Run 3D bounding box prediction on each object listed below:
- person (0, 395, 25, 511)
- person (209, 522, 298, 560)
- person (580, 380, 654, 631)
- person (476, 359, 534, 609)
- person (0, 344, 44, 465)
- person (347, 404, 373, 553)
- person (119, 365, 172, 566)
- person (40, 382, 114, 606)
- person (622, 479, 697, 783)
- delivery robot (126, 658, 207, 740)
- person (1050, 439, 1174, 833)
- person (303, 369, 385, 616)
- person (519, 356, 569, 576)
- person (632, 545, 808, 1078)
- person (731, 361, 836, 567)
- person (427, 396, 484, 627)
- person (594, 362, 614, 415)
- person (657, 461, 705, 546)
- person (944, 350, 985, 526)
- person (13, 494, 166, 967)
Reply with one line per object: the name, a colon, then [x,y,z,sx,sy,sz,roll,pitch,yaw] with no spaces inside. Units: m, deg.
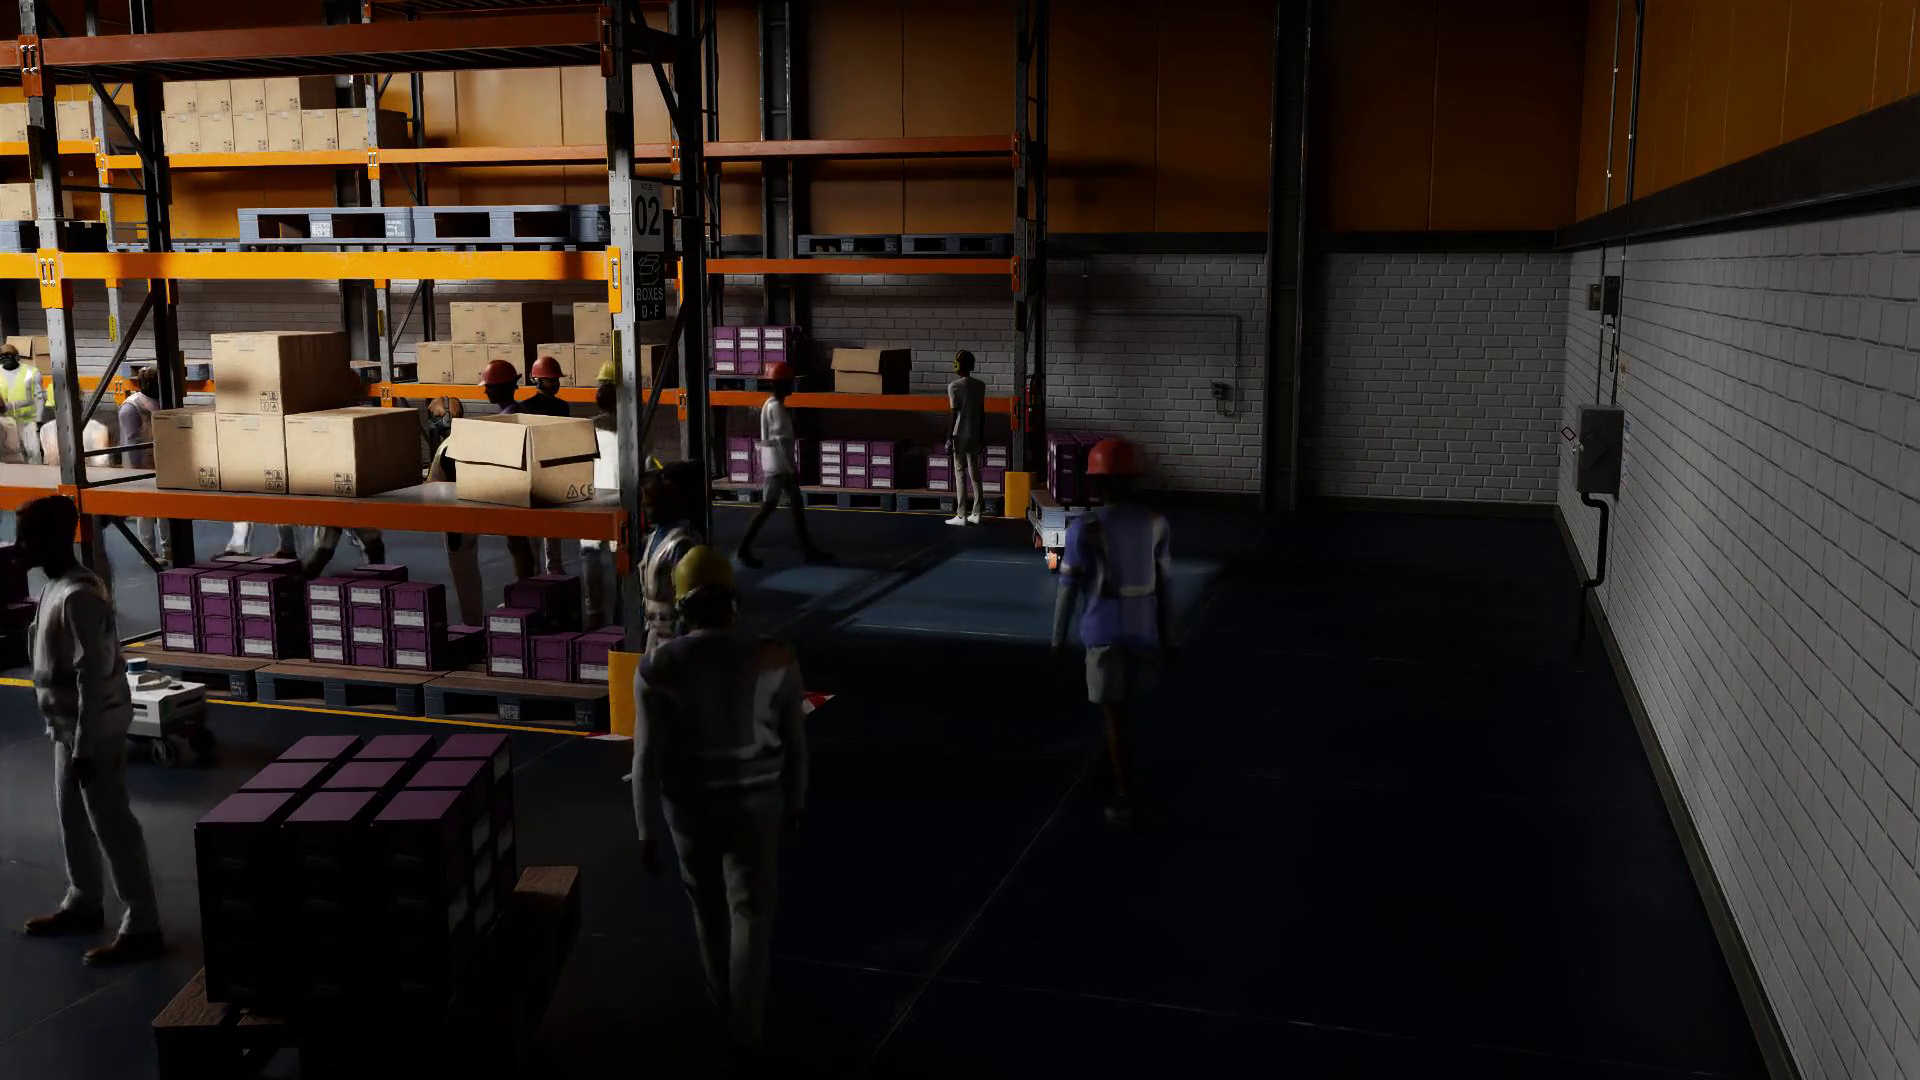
person: [-8.928,-0.584,15.466,0.728,1.598,0.584,0,9,-1]
person: [-6.523,-0.685,15.204,0.870,1.885,0.702,-6,11,-34]
person: [-2.582,-0.226,12.383,0.676,1.897,0.528,-6,11,-31]
person: [-3.515,-0.383,12.942,0.412,2.036,0.615,-2,9,-11]
person: [-11.319,-1.428,19.932,0.639,1.829,0.431,-4,10,-22]
person: [-5.814,-0.744,16.061,0.539,1.716,0.904,-9,13,-42]
person: [-7.405,-0.682,15.359,0.429,1.848,0.631,3,10,15]
person: [-6.812,-0.281,12.751,0.619,1.884,0.798,1,9,4]
person: [-1.552,0.490,8.816,0.476,1.625,0.544,-5,11,-28]
delivery robot: [-4.577,0.903,9.290,0.707,0.478,0.477,3,10,19]
person: [0.727,0.441,8.321,0.572,1.887,0.942,-4,10,-23]
person: [-4.651,-0.296,12.551,1.078,1.986,0.631,3,10,16]
person: [-3.484,-0.554,14.079,0.383,1.996,0.609,5,10,27]
person: [-0.821,0.914,5.769,0.607,1.791,0.924,-2,9,-10]
person: [-1.658,-0.687,15.221,0.953,1.899,0.554,0,9,-3]
person: [-3.612,-0.118,11.939,0.430,1.835,0.621,-2,10,-14]
person: [-3.355,-0.863,16.525,0.694,1.808,0.598,-2,9,-11]
person: [-1.475,0.393,9.267,0.678,1.671,0.525,-4,10,-25]
person: [0.047,-1.085,17.698,0.537,1.869,0.312,-8,12,-41]
person: [-3.508,0.740,6.599,0.402,1.877,0.594,-7,12,-37]
